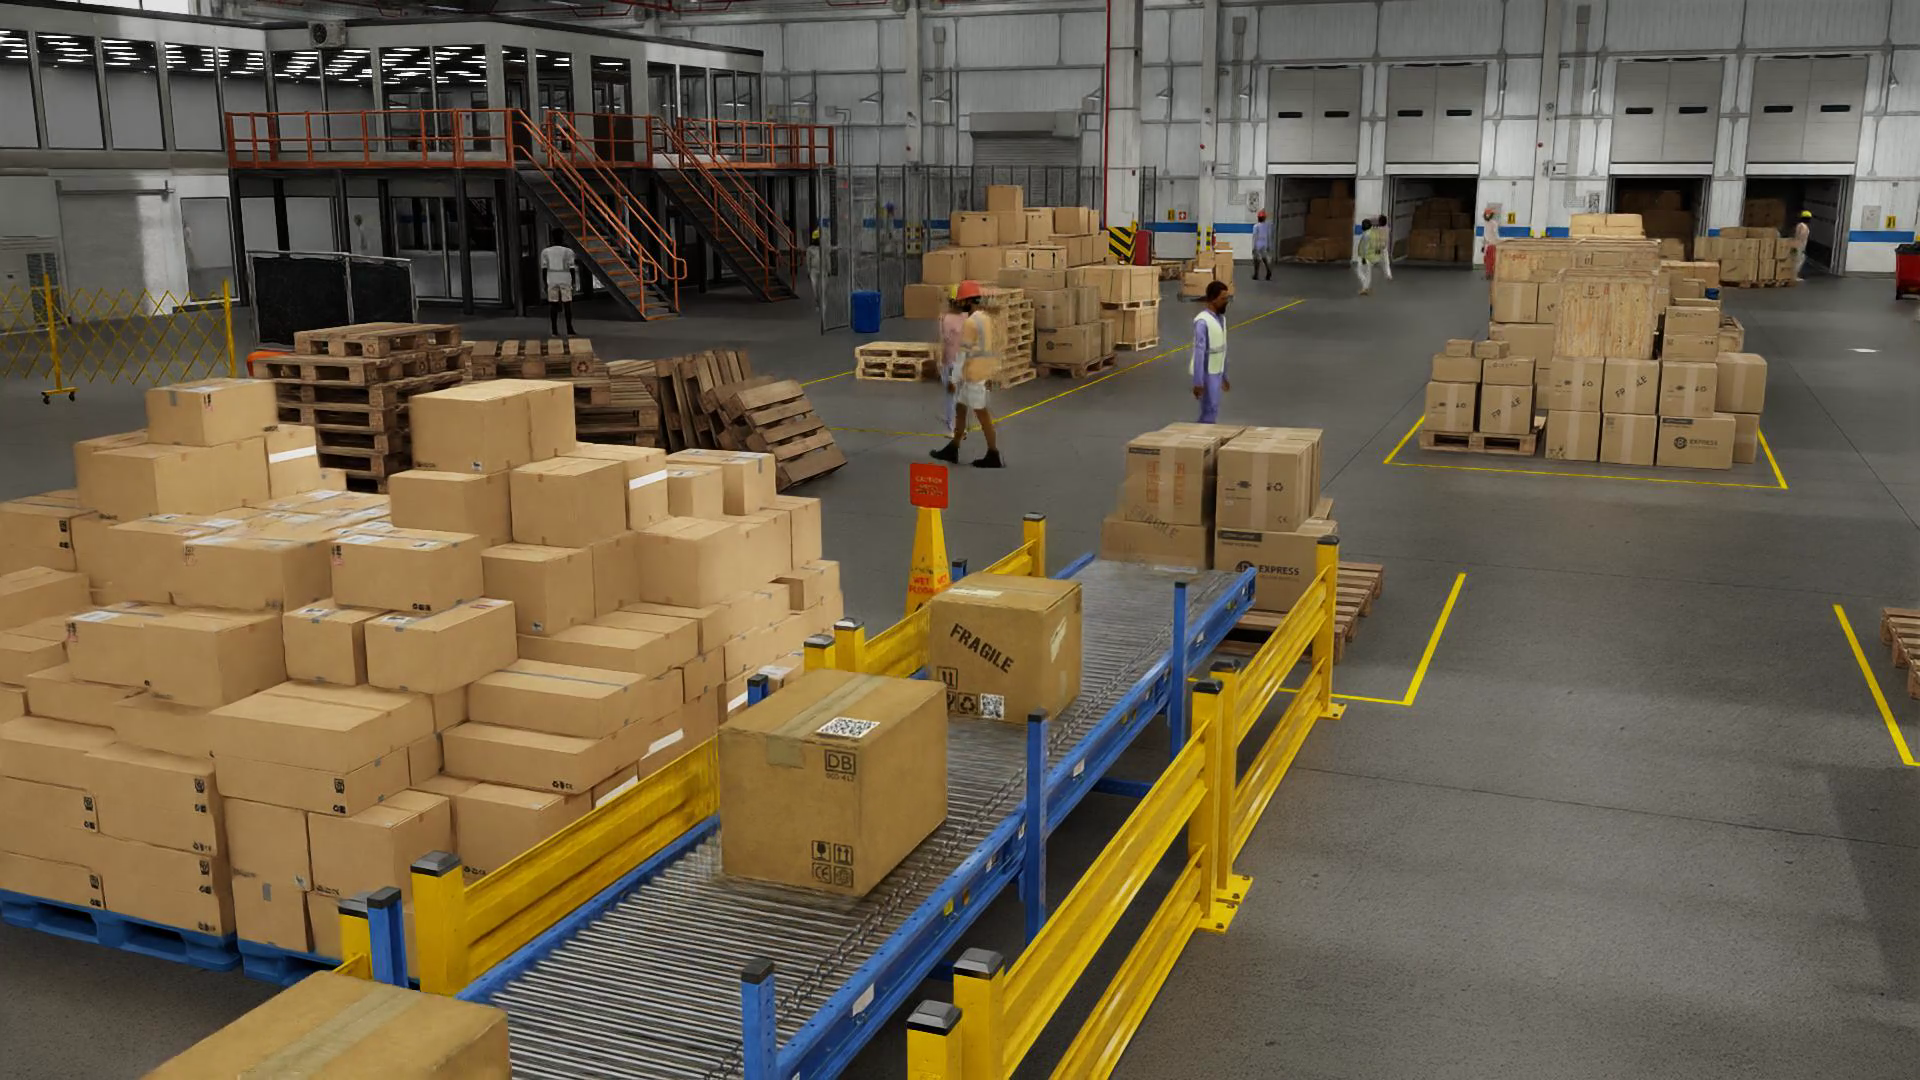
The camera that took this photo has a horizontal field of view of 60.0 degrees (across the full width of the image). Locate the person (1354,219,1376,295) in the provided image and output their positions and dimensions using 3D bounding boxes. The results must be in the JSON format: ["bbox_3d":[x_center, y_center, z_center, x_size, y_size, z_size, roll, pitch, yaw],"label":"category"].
[{"bbox_3d":[9.784,-6.829,40.196,0.480,1.828,0.658,7,14,27],"label":"person"}]

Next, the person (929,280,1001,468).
[{"bbox_3d":[0.022,-1.679,16.924,0.903,1.894,0.545,3,13,13],"label":"person"}]

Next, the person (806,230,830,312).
[{"bbox_3d":[-3.019,-5.712,35.410,0.520,1.719,0.647,-2,13,-8],"label":"person"}]

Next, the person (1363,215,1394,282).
[{"bbox_3d":[11.380,-7.928,45.214,0.618,1.803,0.983,-9,15,-35],"label":"person"}]

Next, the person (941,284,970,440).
[{"bbox_3d":[-0.010,-1.994,18.688,0.365,1.755,0.529,10,16,37],"label":"person"}]

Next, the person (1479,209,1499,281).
[{"bbox_3d":[14.431,-8.026,45.337,0.638,1.935,0.696,0,13,2],"label":"person"}]

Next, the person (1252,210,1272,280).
[{"bbox_3d":[8.274,-8.056,45.532,0.550,1.913,0.761,-4,13,-17],"label":"person"}]

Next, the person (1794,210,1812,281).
[{"bbox_3d":[23.014,-8.050,45.467,0.413,1.916,0.586,3,13,12],"label":"person"}]

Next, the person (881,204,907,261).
[{"bbox_3d":[-2.299,-10.198,55.163,1.013,1.887,0.639,4,13,19],"label":"person"}]

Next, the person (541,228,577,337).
[{"bbox_3d":[-7.281,-4.676,30.231,0.613,1.962,0.362,0,13,-1],"label":"person"}]

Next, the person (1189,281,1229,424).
[{"bbox_3d":[2.547,-1.656,16.815,0.443,1.917,0.607,6,14,25],"label":"person"}]
